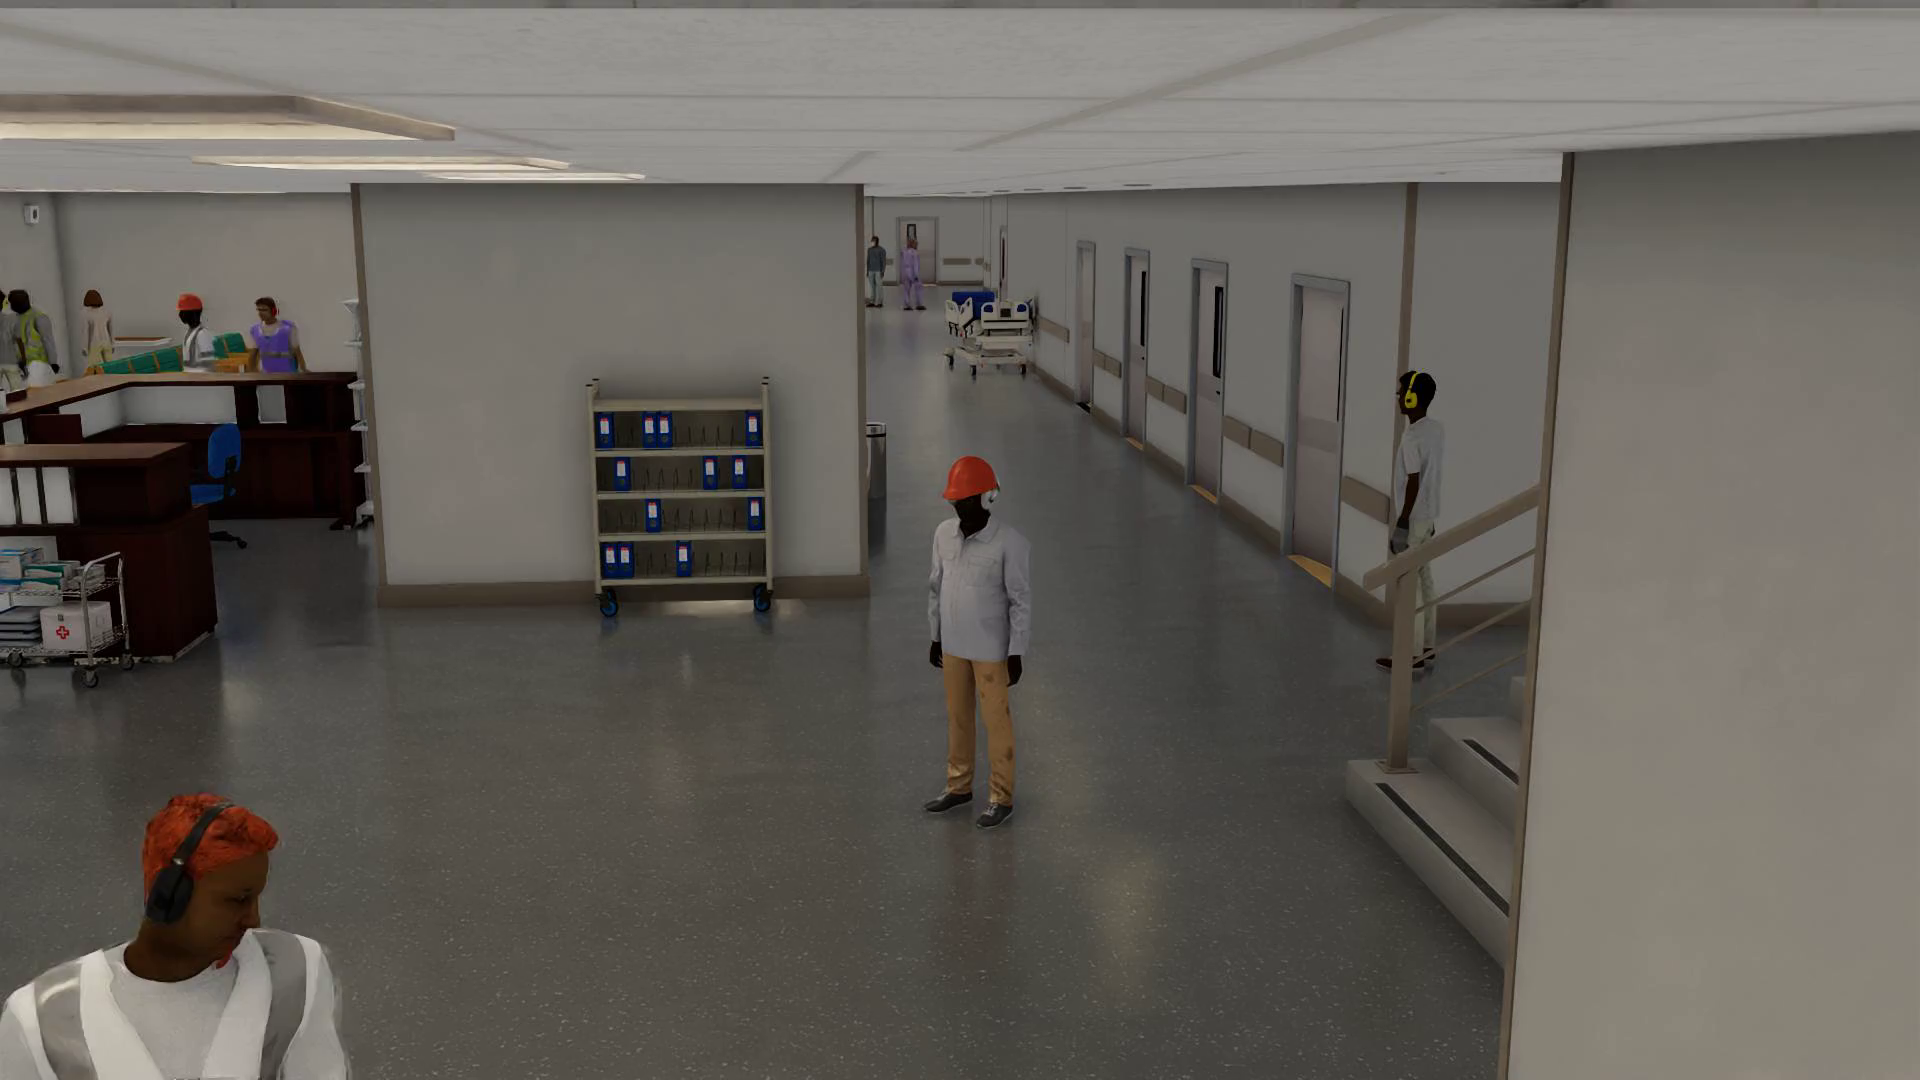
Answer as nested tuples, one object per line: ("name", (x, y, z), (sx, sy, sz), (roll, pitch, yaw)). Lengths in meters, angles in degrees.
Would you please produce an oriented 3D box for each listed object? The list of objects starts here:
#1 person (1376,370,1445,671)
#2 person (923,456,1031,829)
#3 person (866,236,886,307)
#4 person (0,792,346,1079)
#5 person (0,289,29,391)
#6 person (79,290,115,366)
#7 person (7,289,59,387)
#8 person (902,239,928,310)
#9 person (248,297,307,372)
("person", (2.825, -0.118, 10.359), (0.309, 1.868, 0.535), (8, 14, 35))
("person", (0.059, 0.471, 7.769), (0.575, 1.747, 0.341), (10, 15, 40))
("person", (-2.296, -7.311, 45.339), (0.627, 1.940, 0.371), (8, 14, 35))
("person", (-1.446, 1.376, 3.107), (0.629, 1.852, 0.452), (-8, 14, -33))
("person", (-11.527, -2.097, 20.034), (0.533, 1.869, 0.311), (-6, 13, -27))
("person", (-12.388, -2.774, 23.917), (0.285, 1.633, 0.498), (6, 13, 28))
("person", (-11.666, -2.215, 20.762), (0.639, 1.805, 0.836), (7, 13, 30))
("person", (-1.192, -7.047, 44.178), (0.776, 1.878, 0.671), (-9, 15, -38))
("person", (-7.831, -1.864, 19.031), (0.646, 1.809, 0.743), (2, 12, 12))
